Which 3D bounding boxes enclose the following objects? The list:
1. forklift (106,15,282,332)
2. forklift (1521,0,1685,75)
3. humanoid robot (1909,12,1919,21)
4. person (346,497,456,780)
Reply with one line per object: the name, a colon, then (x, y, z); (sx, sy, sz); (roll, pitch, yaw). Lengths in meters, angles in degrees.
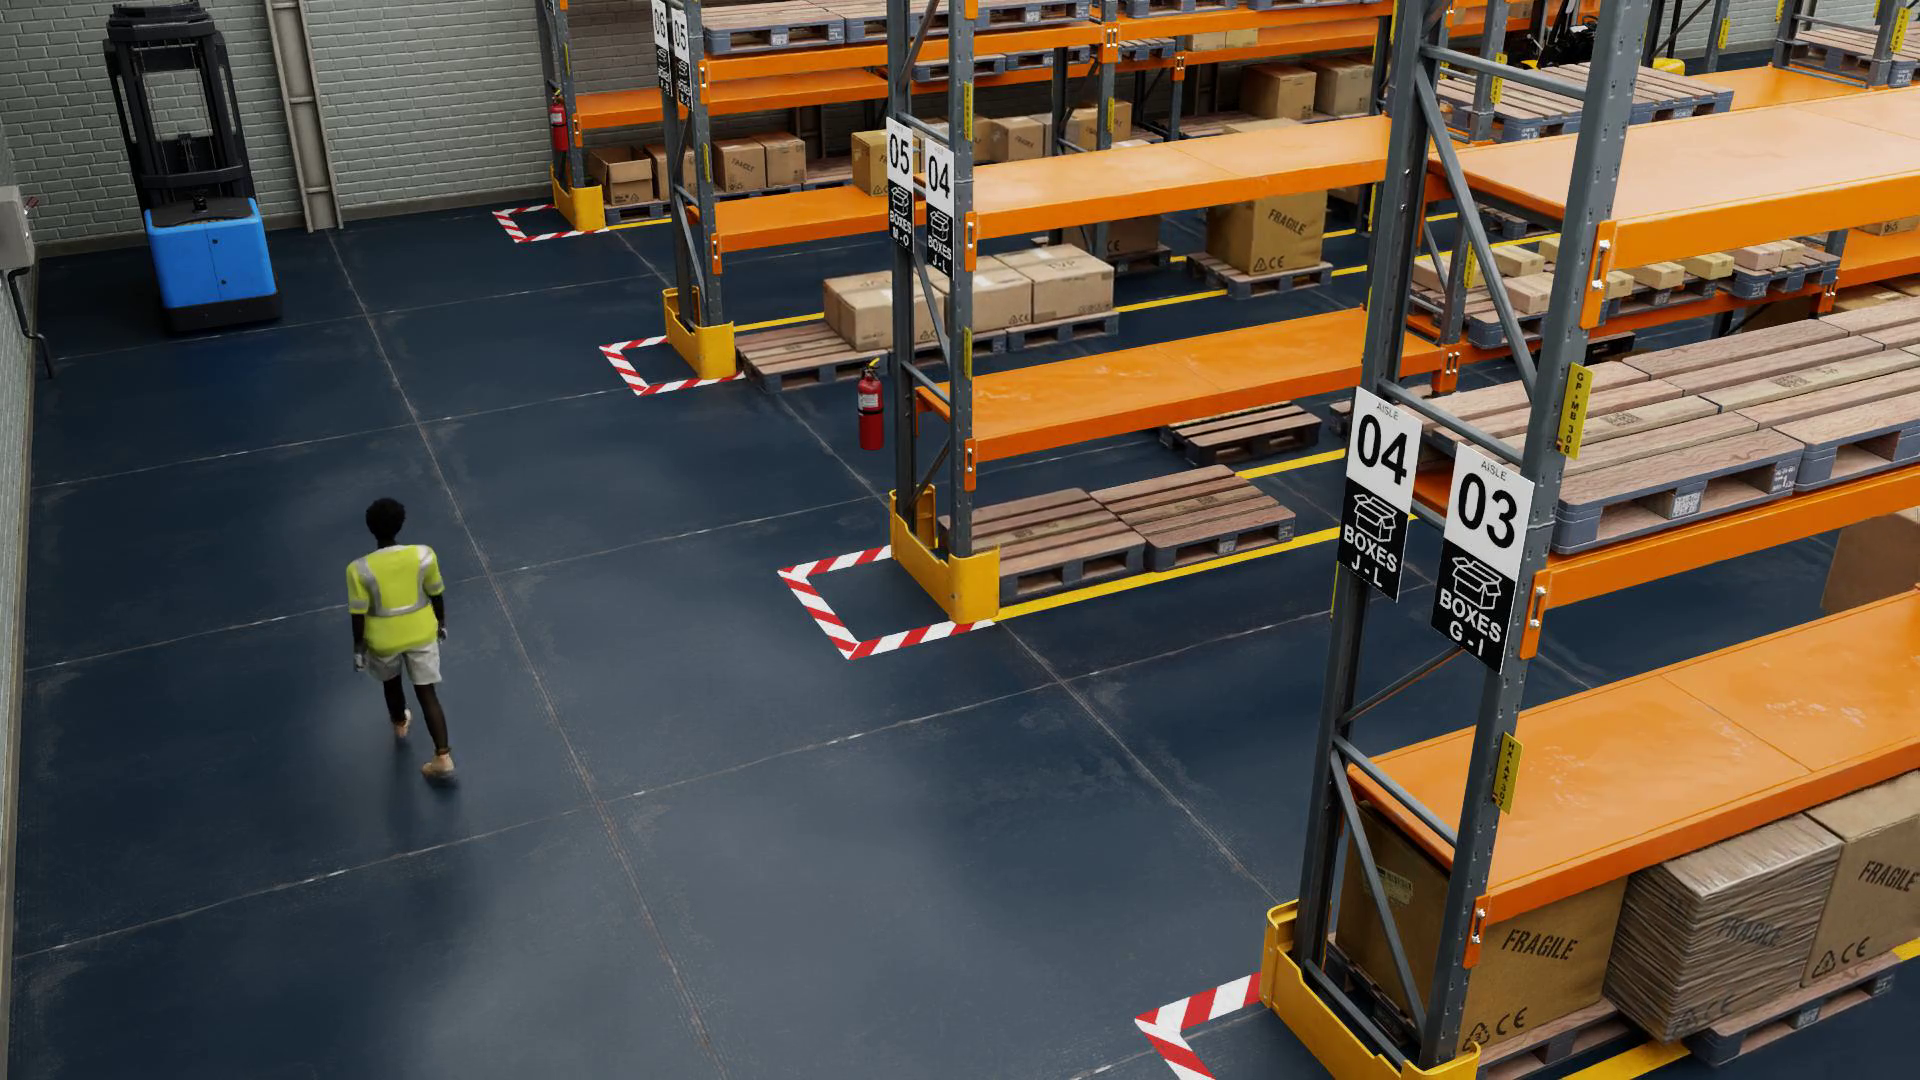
forklift: (-7.548, -3.672, 16.323); (1.129, 2.768, 1.873); (-12, 30, -22)
forklift: (8.950, -6.807, 23.056); (1.214, 2.155, 2.313); (-12, 30, -22)
humanoid robot: (15.022, -8.091, 26.035); (1.035, 1.750, 0.557); (-2, 28, -3)
person: (-3.193, 0.564, 9.526); (0.577, 1.641, 0.853); (-14, 31, -24)
